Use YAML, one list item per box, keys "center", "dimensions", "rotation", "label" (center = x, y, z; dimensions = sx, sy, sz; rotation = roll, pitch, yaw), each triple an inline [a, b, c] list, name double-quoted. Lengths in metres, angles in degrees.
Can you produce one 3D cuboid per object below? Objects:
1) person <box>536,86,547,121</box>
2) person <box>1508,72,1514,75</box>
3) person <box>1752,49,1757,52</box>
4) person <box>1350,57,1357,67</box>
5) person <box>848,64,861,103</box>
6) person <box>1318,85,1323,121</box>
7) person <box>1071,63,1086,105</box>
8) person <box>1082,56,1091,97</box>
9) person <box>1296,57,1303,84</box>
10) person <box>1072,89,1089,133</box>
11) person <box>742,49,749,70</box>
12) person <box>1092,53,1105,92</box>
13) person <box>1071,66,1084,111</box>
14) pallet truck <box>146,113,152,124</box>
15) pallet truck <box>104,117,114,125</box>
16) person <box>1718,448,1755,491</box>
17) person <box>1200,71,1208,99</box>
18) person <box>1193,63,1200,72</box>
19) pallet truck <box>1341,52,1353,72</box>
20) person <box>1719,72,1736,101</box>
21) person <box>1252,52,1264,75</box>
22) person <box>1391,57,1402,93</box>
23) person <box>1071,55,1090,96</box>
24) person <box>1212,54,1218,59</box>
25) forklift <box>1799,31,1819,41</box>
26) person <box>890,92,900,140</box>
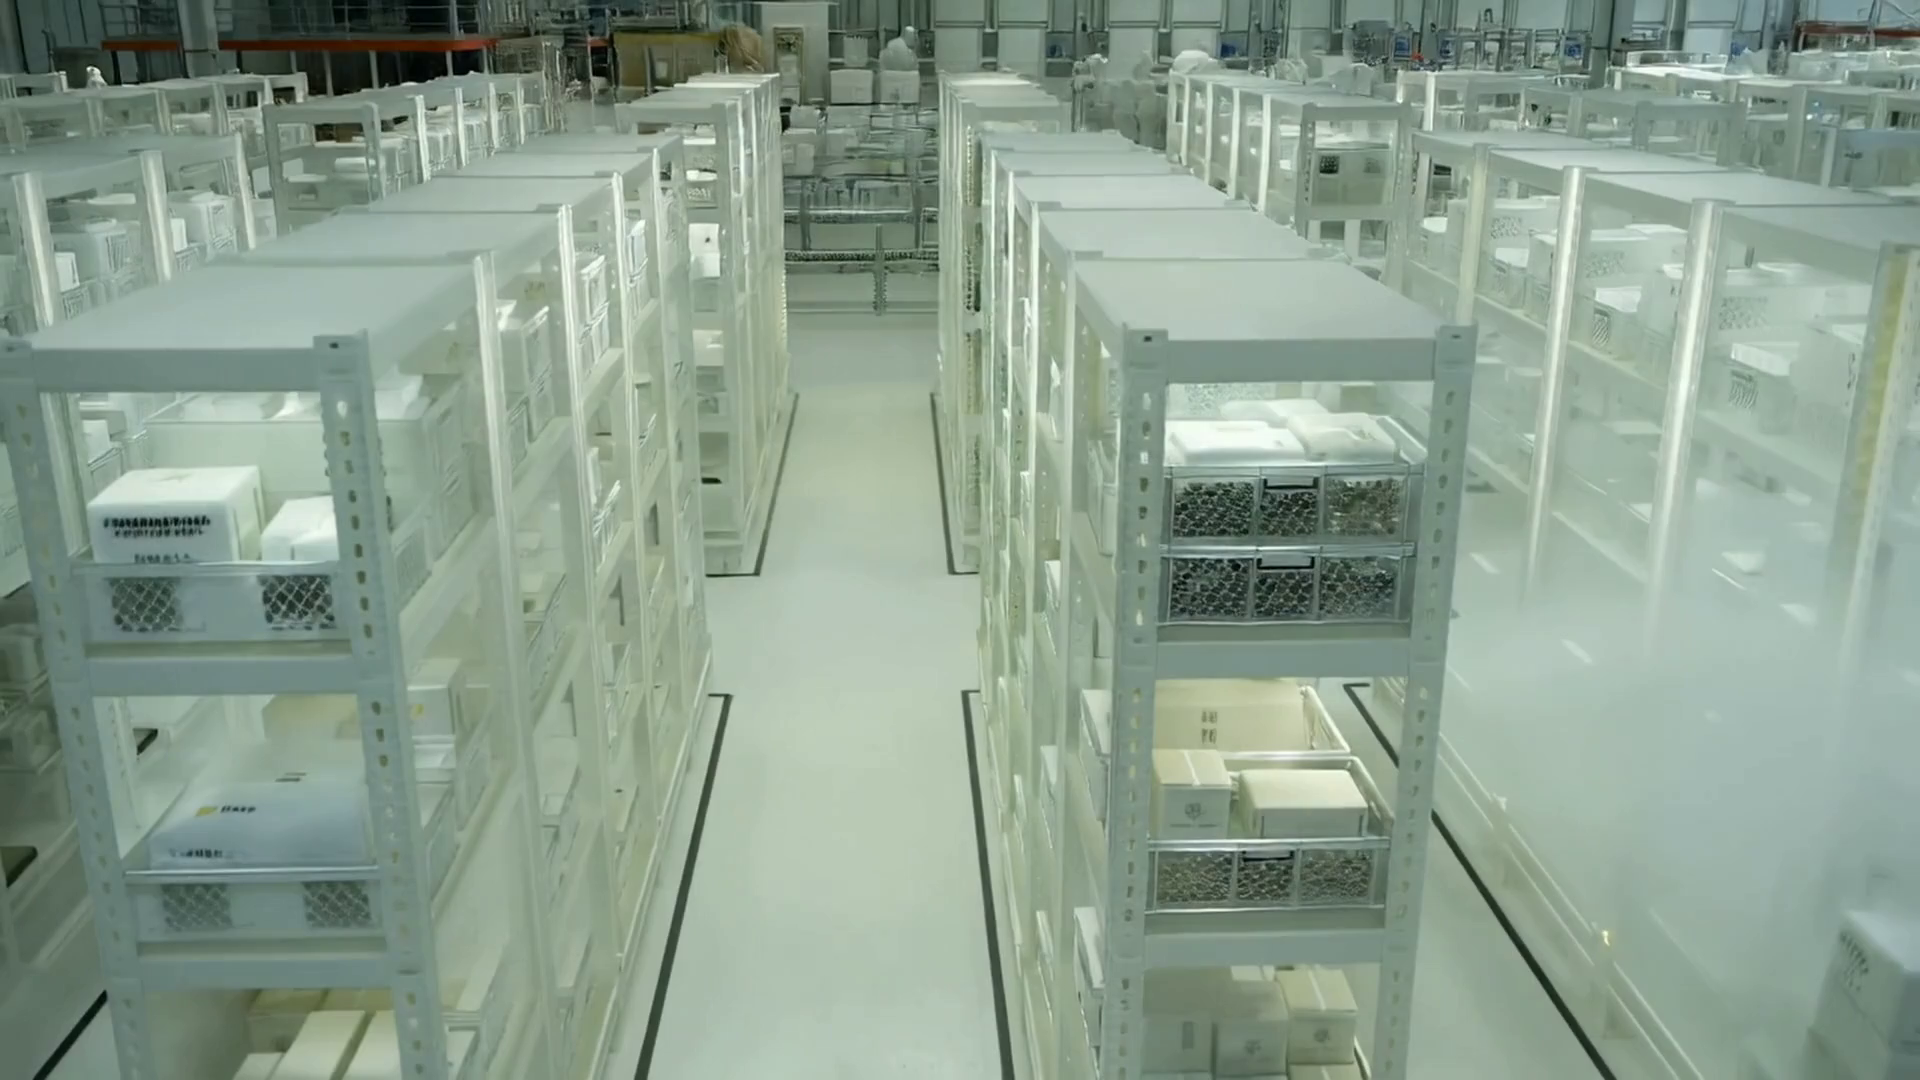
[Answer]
- center: [-15.747, -16.690, 62.531]
  dimensions: [0.518, 1.870, 0.589]
  rotation: [3, 18, 11]
  label: "person"
- center: [19.799, -15.885, 59.964]
  dimensions: [0.747, 1.908, 0.560]
  rotation: [-7, 19, -20]
  label: "person"
- center: [43.467, -25.917, 91.058]
  dimensions: [0.562, 1.896, 0.478]
  rotation: [8, 20, 24]
  label: "person"
- center: [19.608, -23.292, 83.233]
  dimensions: [0.891, 1.695, 0.504]
  rotation: [16, 24, 40]
  label: "person"
- center: [-4.572, -19.333, 70.794]
  dimensions: [0.800, 1.810, 0.633]
  rotation: [8, 20, 23]
  label: "person"
- center: [12.297, -14.800, 57.051]
  dimensions: [0.542, 1.644, 0.909]
  rotation: [5, 18, 14]
  label: "person"
- center: [5.110, -19.913, 72.623]
  dimensions: [0.763, 1.803, 0.463]
  rotation: [-4, 18, -13]
  label: "person"
- center: [5.854, -21.804, 78.328]
  dimensions: [0.599, 1.879, 0.601]
  rotation: [-4, 18, -13]
  label: "person"
- center: [17.336, -23.956, 85.320]
  dimensions: [0.730, 1.672, 0.531]
  rotation: [2, 18, 5]
  label: "person"
- center: [3.625, -12.558, 49.786]
  dimensions: [0.523, 1.849, 0.697]
  rotation: [-3, 18, -10]
  label: "person"
- center: [-11.462, -25.062, 88.315]
  dimensions: [0.616, 1.936, 1.031]
  rotation: [17, 25, 42]
  label: "person"
- center: [6.988, -23.550, 83.695]
  dimensions: [0.825, 1.910, 0.620]
  rotation: [15, 23, 38]
  label: "person"
- center: [4.831, -18.571, 68.428]
  dimensions: [0.526, 1.820, 0.958]
  rotation: [11, 21, 30]
  label: "person"
- center: [-18.087, -8.309, 36.390]
  dimensions: [1.885, 1.965, 0.823]
  rotation: [-1, 18, -4]
  label: "pallet truck"
- center: [-18.367, -7.885, 35.078]
  dimensions: [1.885, 1.965, 0.823]
  rotation: [1, 18, 2]
  label: "pallet truck"
- center: [5.384, -0.333, 11.828]
  dimensions: [0.621, 1.935, 1.045]
  rotation: [-16, 24, -40]
  label: "person"
- center: [8.446, -15.195, 57.628]
  dimensions: [0.689, 2.000, 0.539]
  rotation: [-1, 18, -5]
  label: "person"
- center: [9.283, -17.782, 65.655]
  dimensions: [0.601, 2.035, 0.408]
  rotation: [5, 19, 16]
  label: "person"
- center: [18.794, -23.123, 82.231]
  dimensions: [0.823, 1.965, 1.885]
  rotation: [-13, 22, -35]
  label: "pallet truck"
- center: [28.550, -16.404, 61.551]
  dimensions: [0.953, 1.919, 0.620]
  rotation: [-8, 20, -24]
  label: "person"
- center: [14.899, -23.387, 83.174]
  dimensions: [0.585, 1.920, 0.383]
  rotation: [7, 19, 21]
  label: "person"
- center: [21.686, -23.164, 82.759]
  dimensions: [0.521, 1.740, 0.782]
  rotation: [-4, 18, -13]
  label: "person"
- center: [5.793, -22.222, 79.627]
  dimensions: [1.012, 1.885, 0.637]
  rotation: [2, 18, 5]
  label: "person"
- center: [12.089, -22.154, 79.315]
  dimensions: [1.043, 1.938, 0.649]
  rotation: [-12, 21, -32]
  label: "person"
- center: [45.907, -26.183, 90.288]
  dimensions: [1.129, 2.768, 1.873]
  rotation: [-1, 18, -2]
  label: "forklift"
- center: [-1.901, -12.346, 49.249]
  dimensions: [0.306, 1.772, 0.525]
  rotation: [-6, 19, -19]
  label: "person"
